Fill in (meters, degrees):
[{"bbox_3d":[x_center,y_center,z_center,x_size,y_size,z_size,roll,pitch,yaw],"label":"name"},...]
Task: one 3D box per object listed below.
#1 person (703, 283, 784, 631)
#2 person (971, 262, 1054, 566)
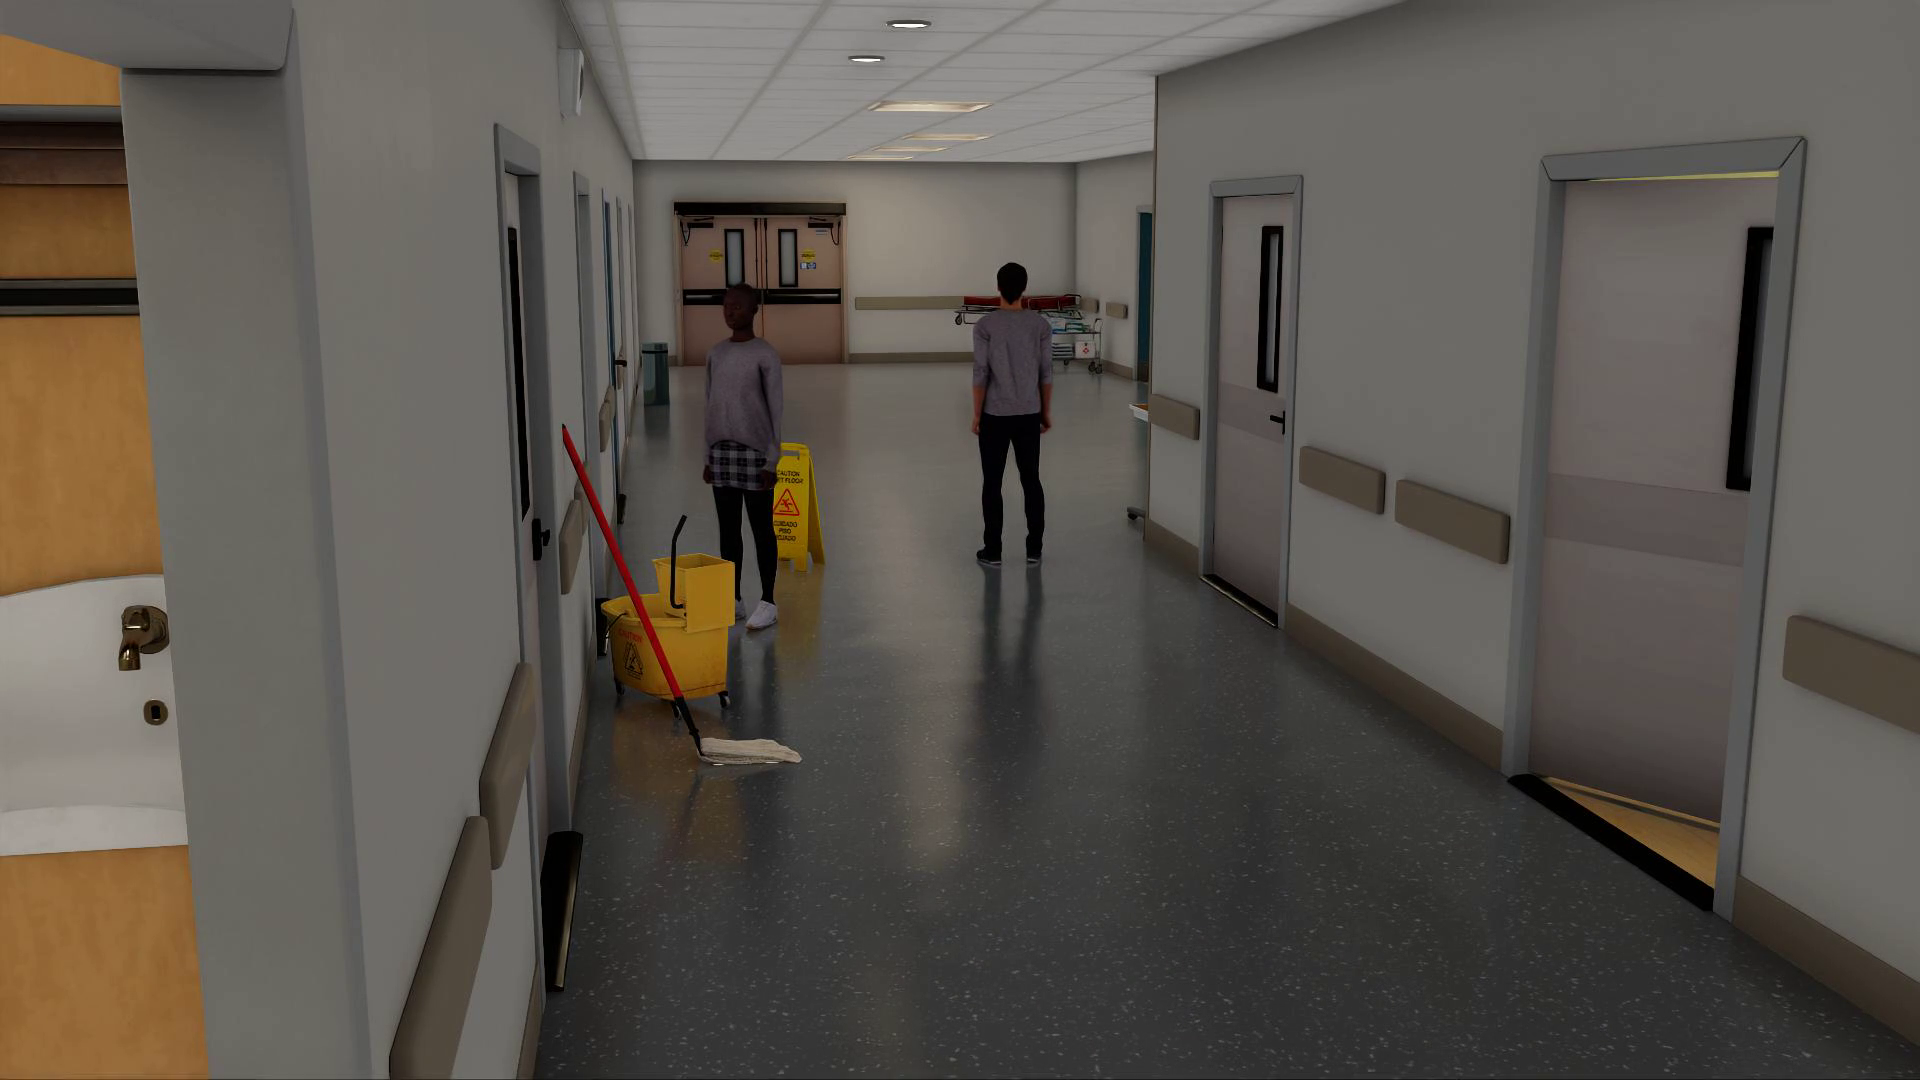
[{"bbox_3d":[-1.116,-0.438,8.628,0.701,1.773,0.731,5,12,26],"label":"person"},{"bbox_3d":[0.314,-0.778,10.230,0.675,1.843,0.546,-3,11,-14],"label":"person"}]
